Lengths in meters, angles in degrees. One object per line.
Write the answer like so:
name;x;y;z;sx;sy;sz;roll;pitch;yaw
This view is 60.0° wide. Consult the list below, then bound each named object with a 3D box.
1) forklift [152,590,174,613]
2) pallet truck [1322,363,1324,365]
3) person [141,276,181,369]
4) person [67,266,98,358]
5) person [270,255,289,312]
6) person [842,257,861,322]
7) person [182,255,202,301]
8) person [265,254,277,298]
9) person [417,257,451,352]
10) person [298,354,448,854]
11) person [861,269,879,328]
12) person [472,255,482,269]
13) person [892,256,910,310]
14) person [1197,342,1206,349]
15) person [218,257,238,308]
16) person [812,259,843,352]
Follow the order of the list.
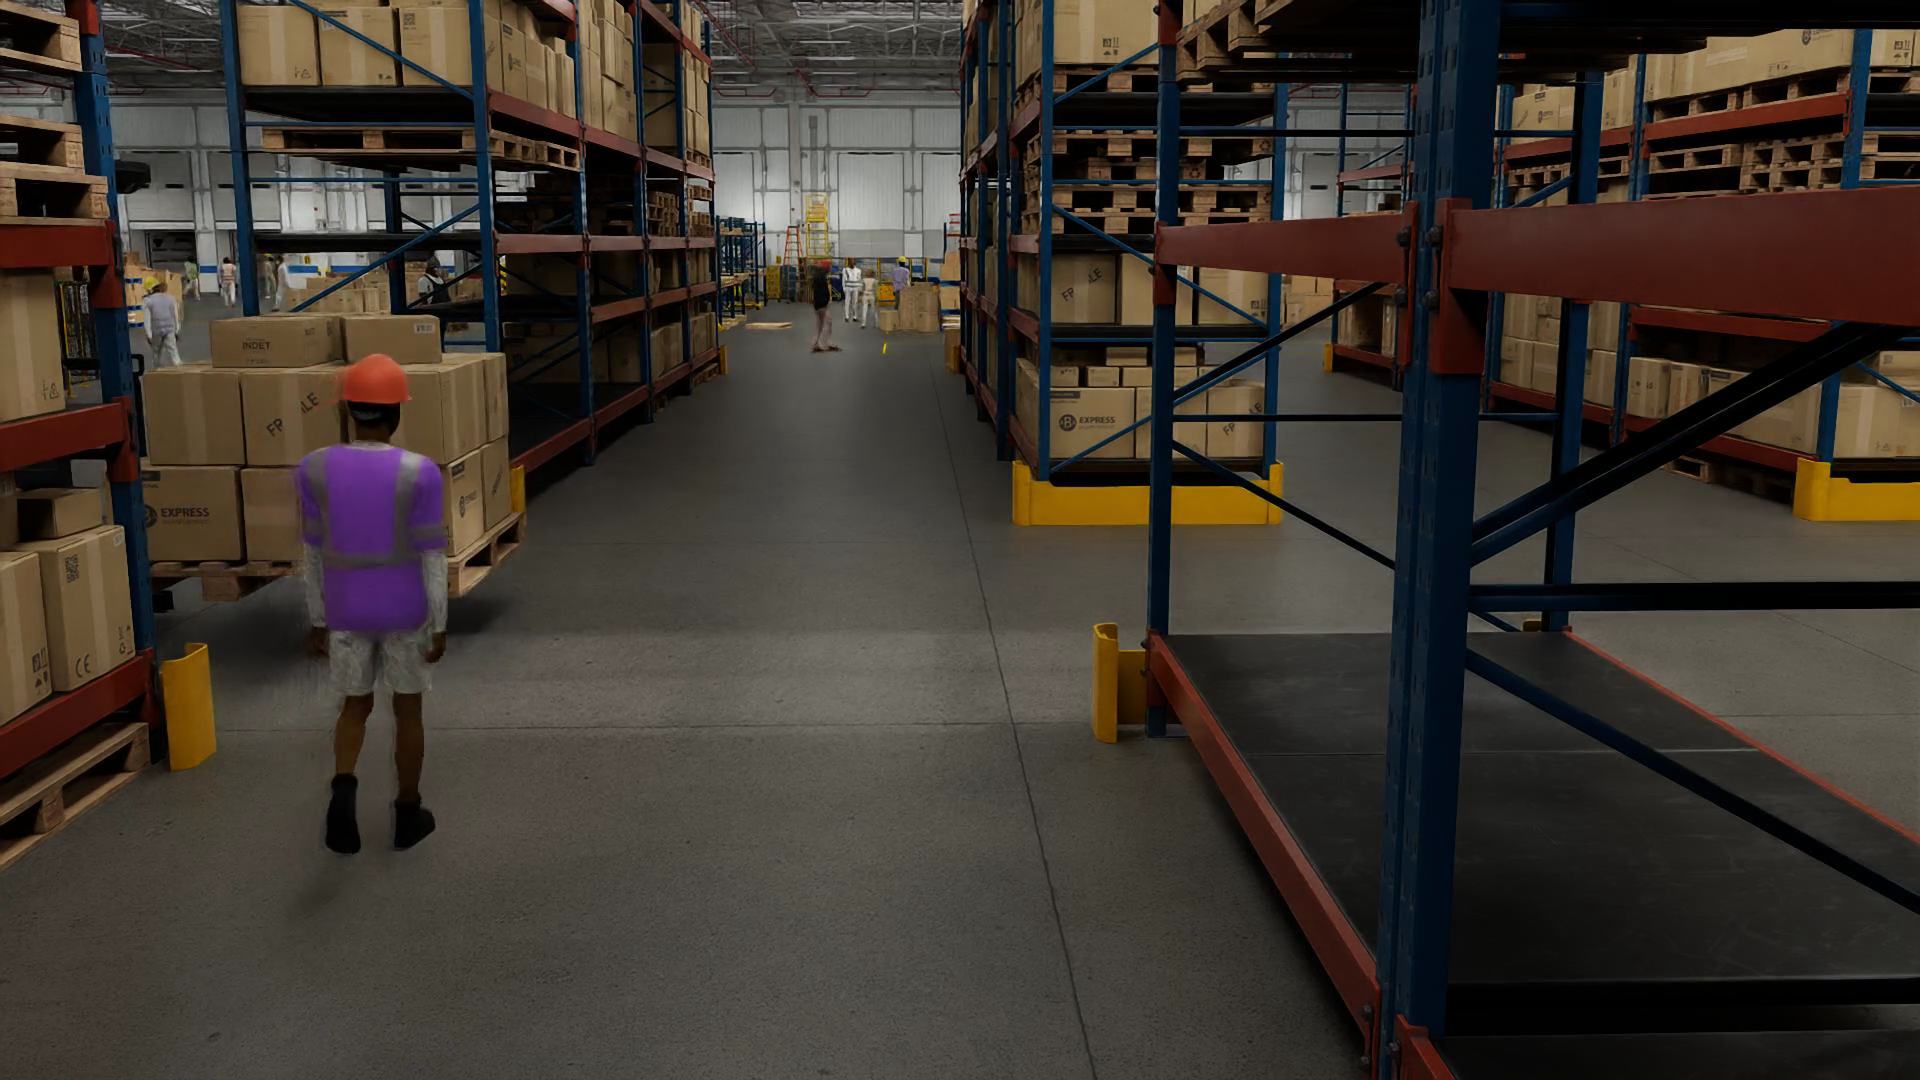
forklift;-5.858;-0.811;9.639;1.873;2.768;1.129;-1;10;-3
pallet truck;7.712;-4.157;30.737;1.885;1.965;0.823;3;11;16
person;-13.064;-3.426;27.272;0.869;1.788;0.591;9;14;42
person;-16.723;-4.299;31.751;0.590;1.919;0.397;2;10;10
person;-22.515;-8.537;55.464;1.017;1.904;0.637;-5;11;-26
person;-3.153;-7.281;48.460;0.573;1.883;0.357;-5;11;-24
person;-30.352;-10.320;65.576;0.742;1.818;0.631;2;10;13
person;-28.592;-10.979;69.068;0.811;1.875;0.589;3;11;18
person;-10.158;-4.465;32.334;0.538;2.000;0.682;4;11;19
person;-2.209;0.270;6.266;0.552;1.924;0.589;0;10;-1
person;-2.473;-6.580;45.377;0.507;1.595;0.890;3;11;16
person;-18.543;-10.121;64.199;0.694;1.915;0.562;-9;14;-42
person;-1.707;-7.312;48.555;0.583;1.918;0.407;6;12;30
person;3.309;-2.909;24.299;0.624;1.815;0.800;0;10;-3
person;-25.862;-9.097;58.776;0.634;1.825;0.694;-5;11;-26
person;-2.791;-4.941;35.170;0.814;1.964;0.641;-1;10;-5
